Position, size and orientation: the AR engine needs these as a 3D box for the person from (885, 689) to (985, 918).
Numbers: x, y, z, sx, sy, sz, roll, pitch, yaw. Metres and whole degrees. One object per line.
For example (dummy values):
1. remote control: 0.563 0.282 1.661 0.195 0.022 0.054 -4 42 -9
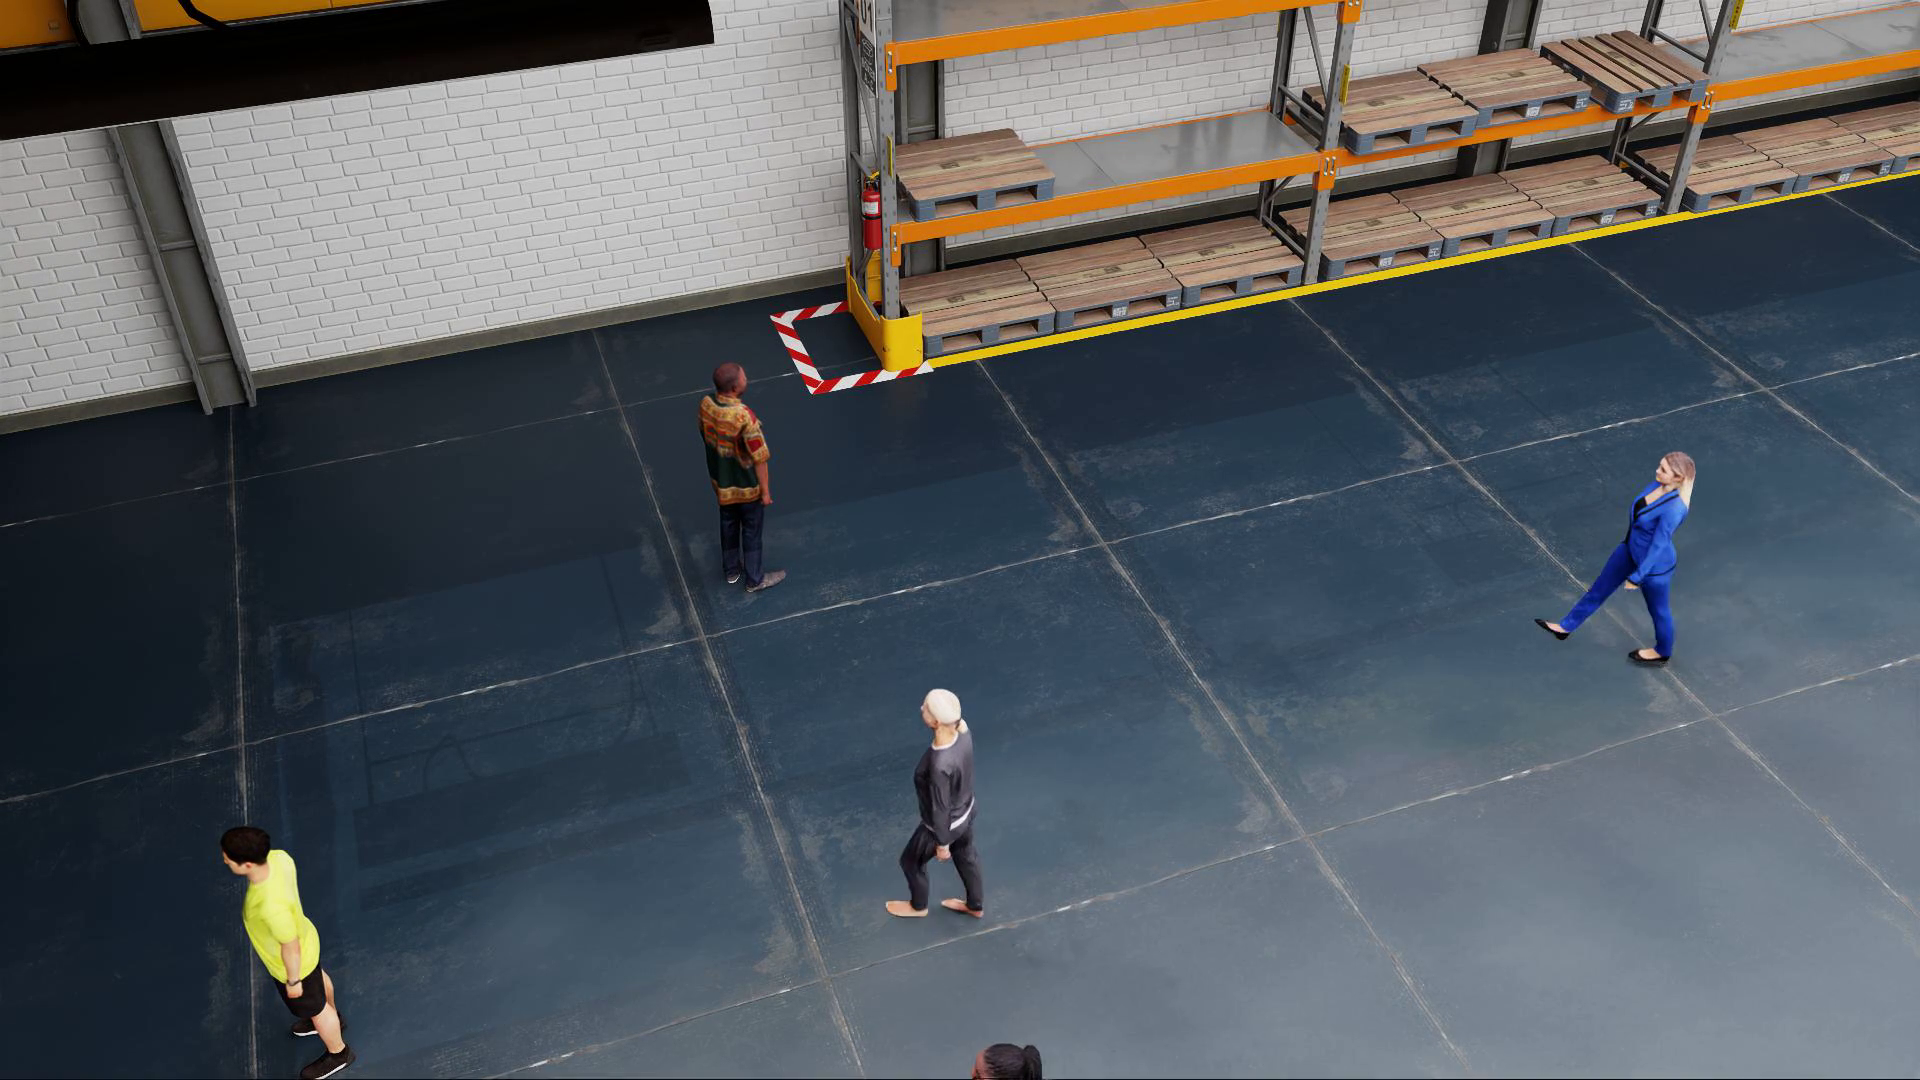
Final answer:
1. person: 0.006 1.496 8.999 0.938 1.709 0.874 14 41 16

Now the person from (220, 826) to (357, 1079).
1. person: -3.354 2.031 8.331 0.532 1.709 0.633 -15 41 -18

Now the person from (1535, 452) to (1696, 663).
1. person: 4.529 0.158 10.717 1.213 1.656 0.950 3 39 4

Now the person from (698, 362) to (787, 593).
1. person: -1.515 -0.429 11.332 0.822 1.807 0.846 26 46 29

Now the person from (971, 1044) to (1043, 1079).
1. person: 0.237 2.793 7.380 1.176 1.703 0.845 -2 39 -2
